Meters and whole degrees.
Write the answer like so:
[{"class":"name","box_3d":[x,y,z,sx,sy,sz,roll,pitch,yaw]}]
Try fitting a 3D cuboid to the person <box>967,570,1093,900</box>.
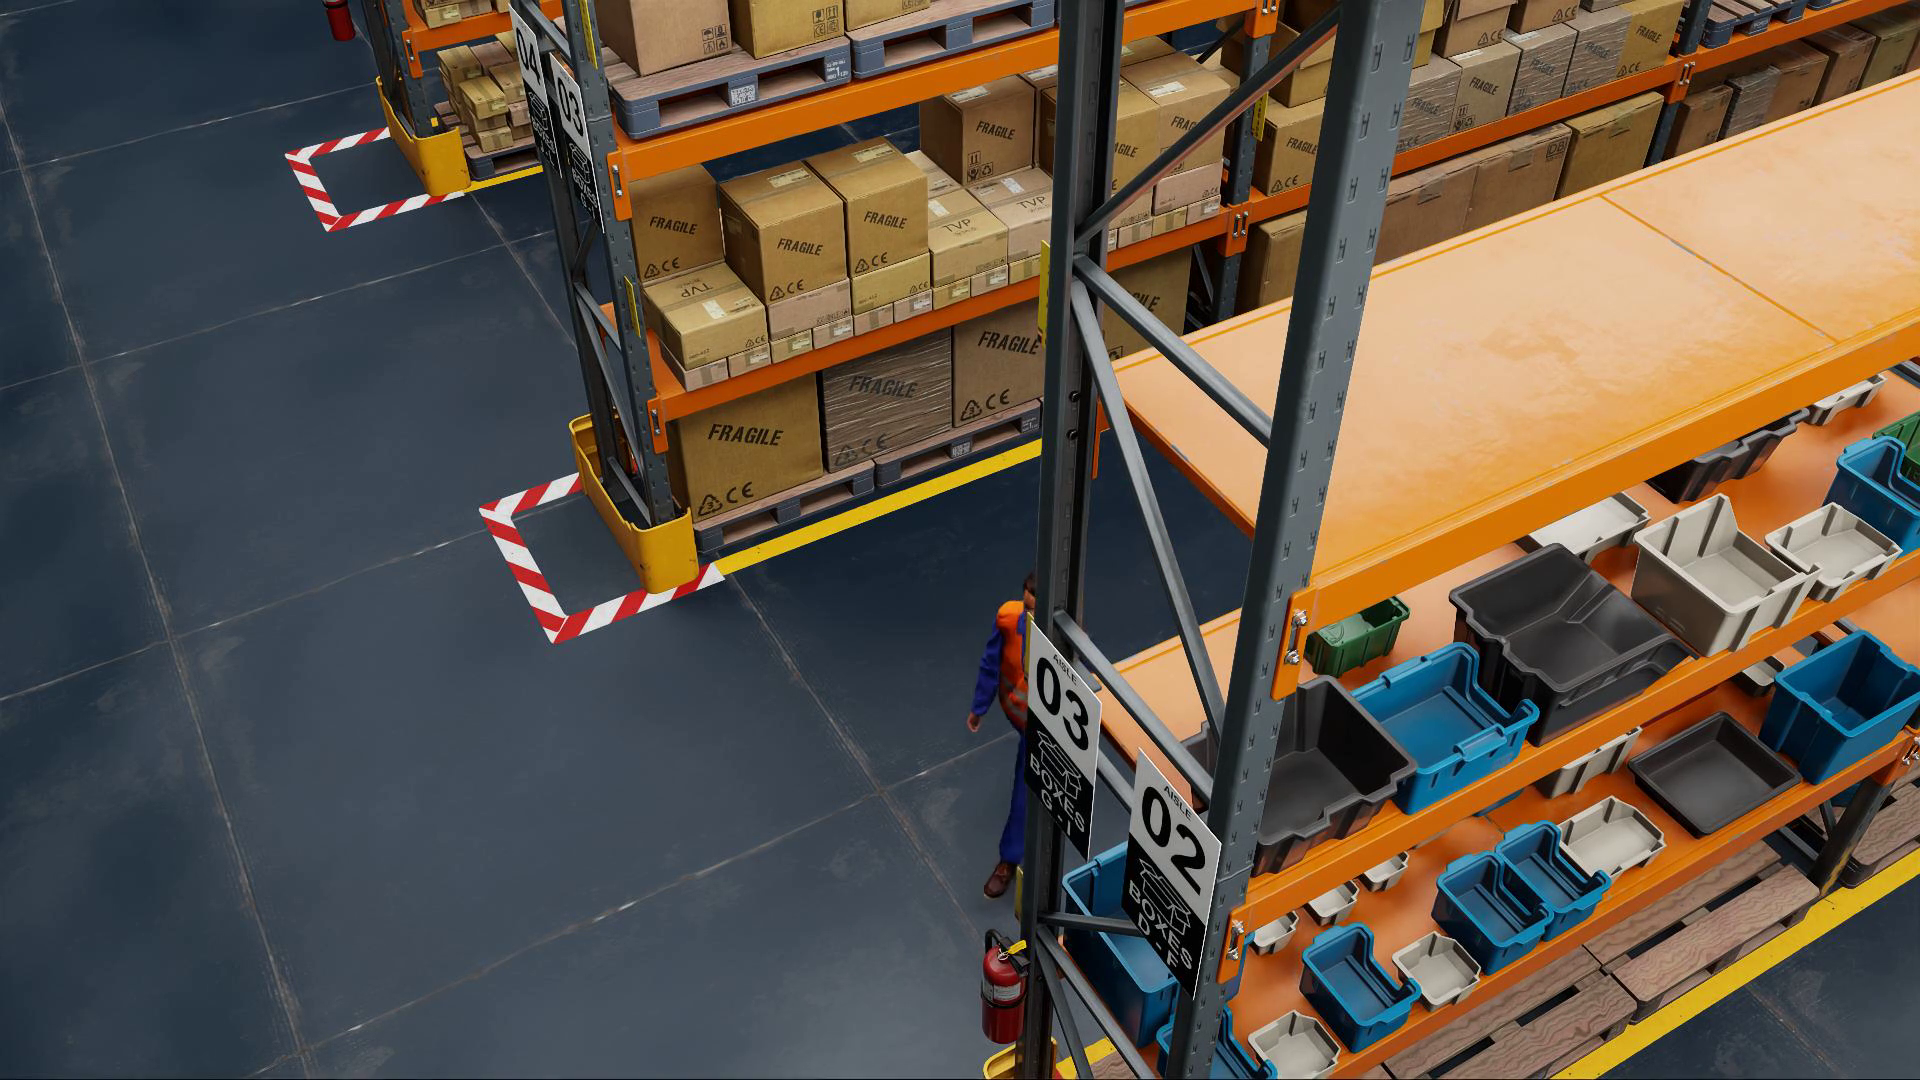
[{"class":"person","box_3d":[0.391,0.766,7.960,1.048,1.817,1.332,25,48,24]}]
